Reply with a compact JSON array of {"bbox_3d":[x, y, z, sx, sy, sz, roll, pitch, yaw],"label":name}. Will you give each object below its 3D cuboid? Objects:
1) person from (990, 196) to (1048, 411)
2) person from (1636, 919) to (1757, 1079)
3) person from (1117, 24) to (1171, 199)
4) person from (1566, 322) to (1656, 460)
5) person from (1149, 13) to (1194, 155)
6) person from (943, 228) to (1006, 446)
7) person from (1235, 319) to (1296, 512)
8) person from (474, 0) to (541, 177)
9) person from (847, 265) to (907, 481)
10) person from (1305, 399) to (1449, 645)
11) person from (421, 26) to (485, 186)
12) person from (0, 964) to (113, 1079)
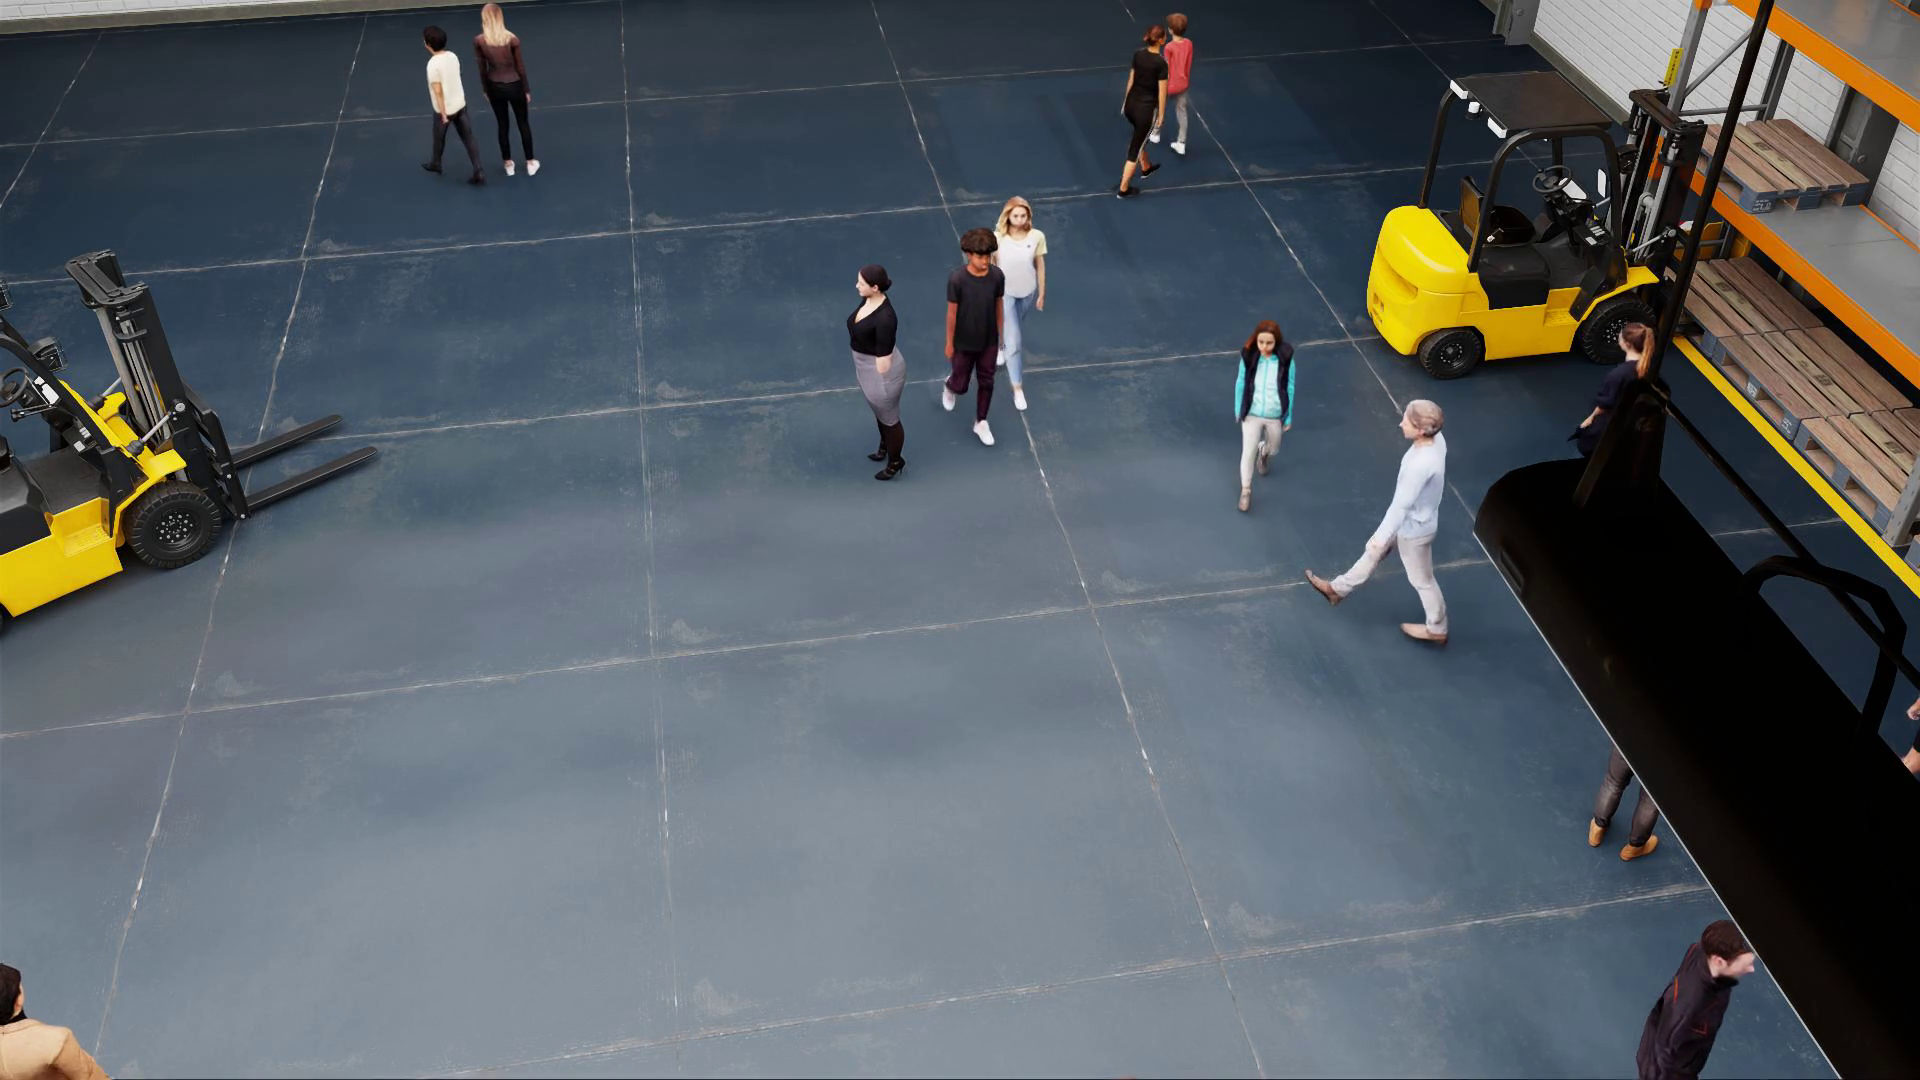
[{"bbox_3d":[0.414,-1.972,13.155,0.674,1.676,1.190,-8,39,-10],"label":"person"},{"bbox_3d":[3.188,2.361,7.555,0.955,1.894,0.895,21,43,24],"label":"person"},{"bbox_3d":[1.681,-4.056,15.800,0.939,1.632,0.977,-28,46,-31],"label":"person"},{"bbox_3d":[4.602,-0.686,11.572,0.737,1.642,0.930,-10,40,-12],"label":"person"},{"bbox_3d":[2.180,-4.507,16.553,0.705,1.396,0.883,-18,42,-22],"label":"person"},{"bbox_3d":[0.082,-1.589,12.604,0.703,1.765,0.907,-12,40,-15],"label":"person"},{"bbox_3d":[2.213,-0.959,12.041,0.734,1.483,0.941,6,39,7],"label":"person"},{"bbox_3d":[-4.404,-4.354,16.118,0.649,1.701,0.575,0,39,0],"label":"person"},{"bbox_3d":[-0.567,-1.236,12.168,0.763,1.757,0.605,-12,40,-14],"label":"person"},{"bbox_3d":[2.983,-0.060,10.634,1.148,1.833,1.273,13,40,16],"label":"person"},{"bbox_3d":[-4.823,-4.113,15.932,0.997,1.556,0.987,18,42,21],"label":"person"},{"bbox_3d":[-4.097,2.580,7.420,0.727,1.719,0.723,1,39,1],"label":"person"}]
